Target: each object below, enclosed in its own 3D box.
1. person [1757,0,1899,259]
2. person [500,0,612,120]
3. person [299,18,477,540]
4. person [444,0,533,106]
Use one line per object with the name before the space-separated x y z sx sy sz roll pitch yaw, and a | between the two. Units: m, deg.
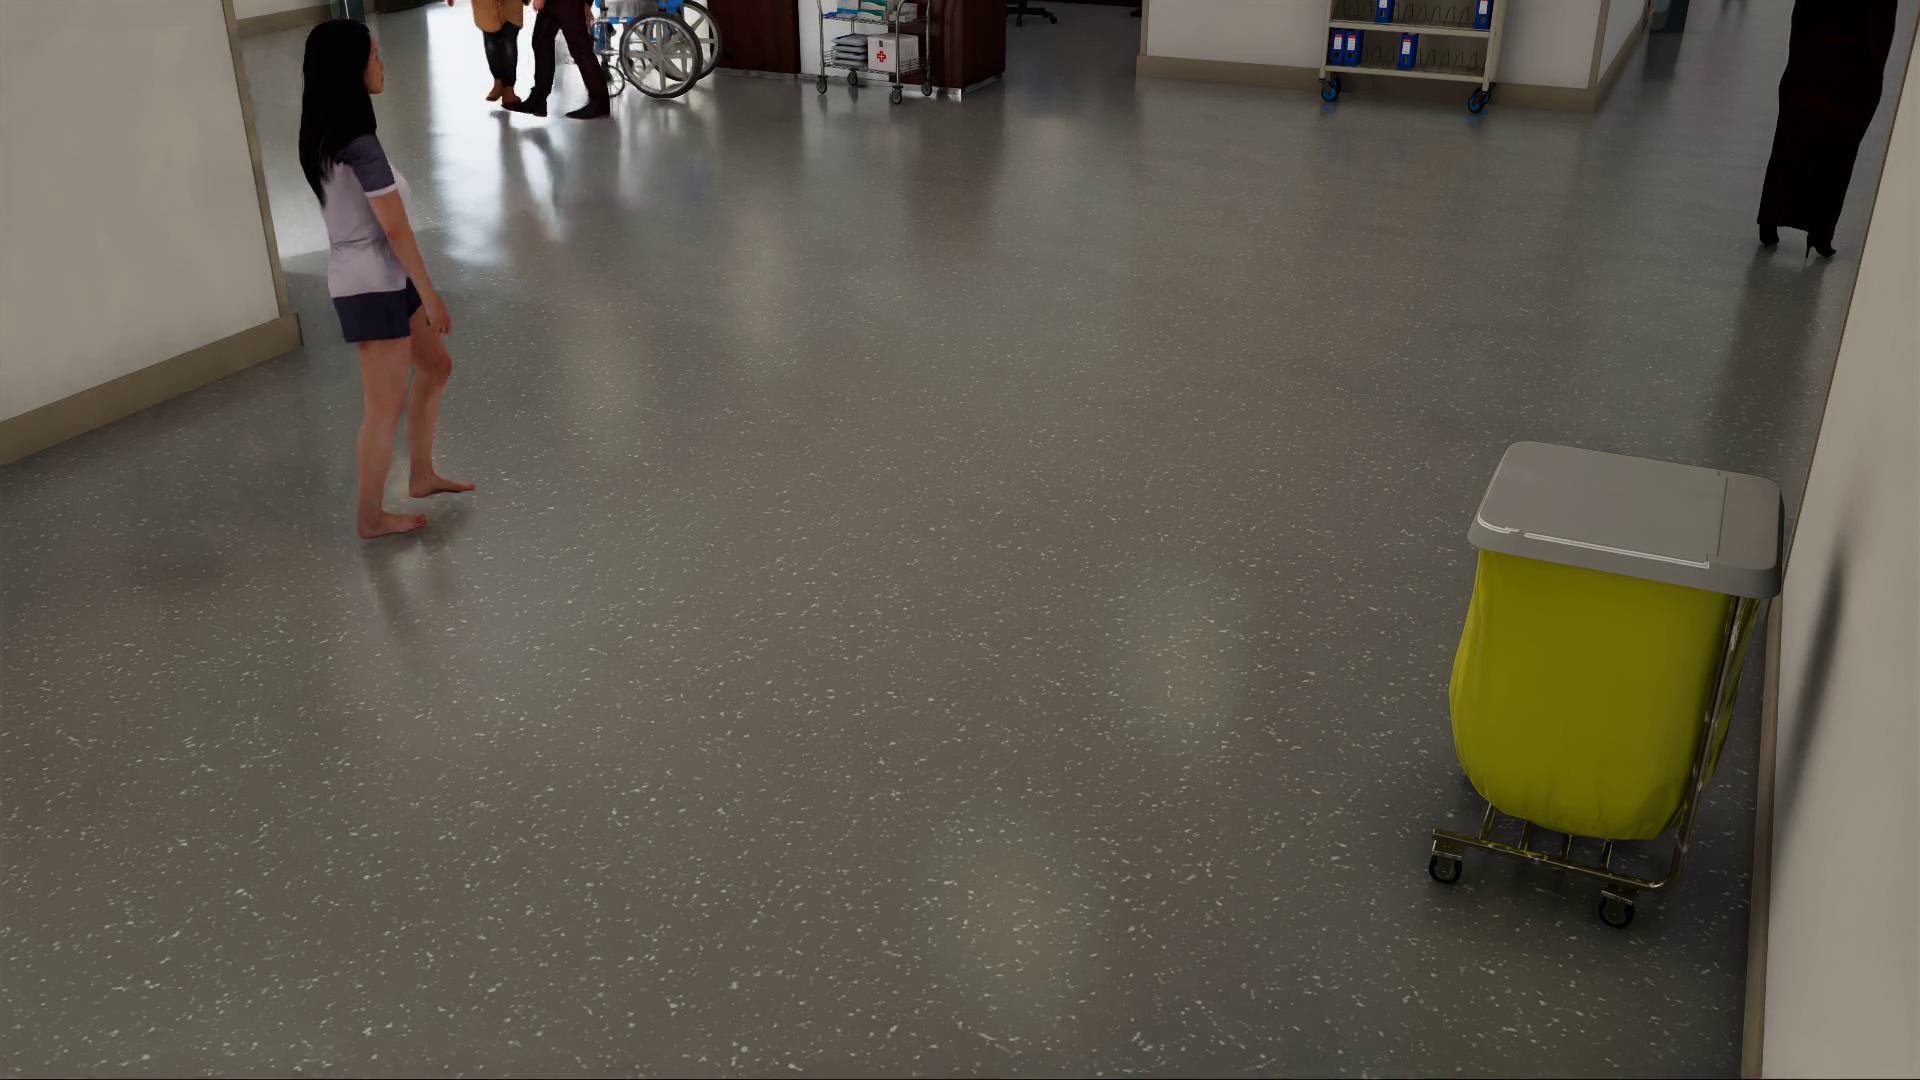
person | 4.457 -2.341 8.524 0.813 1.755 0.695 -18 31 -33
person | -2.685 -3.834 11.531 1.118 1.833 1.049 -8 27 -16
person | -1.980 -0.793 5.390 0.830 1.689 0.768 -14 29 -27
person | -3.344 -3.999 11.997 1.145 1.683 1.149 -2 26 -3
